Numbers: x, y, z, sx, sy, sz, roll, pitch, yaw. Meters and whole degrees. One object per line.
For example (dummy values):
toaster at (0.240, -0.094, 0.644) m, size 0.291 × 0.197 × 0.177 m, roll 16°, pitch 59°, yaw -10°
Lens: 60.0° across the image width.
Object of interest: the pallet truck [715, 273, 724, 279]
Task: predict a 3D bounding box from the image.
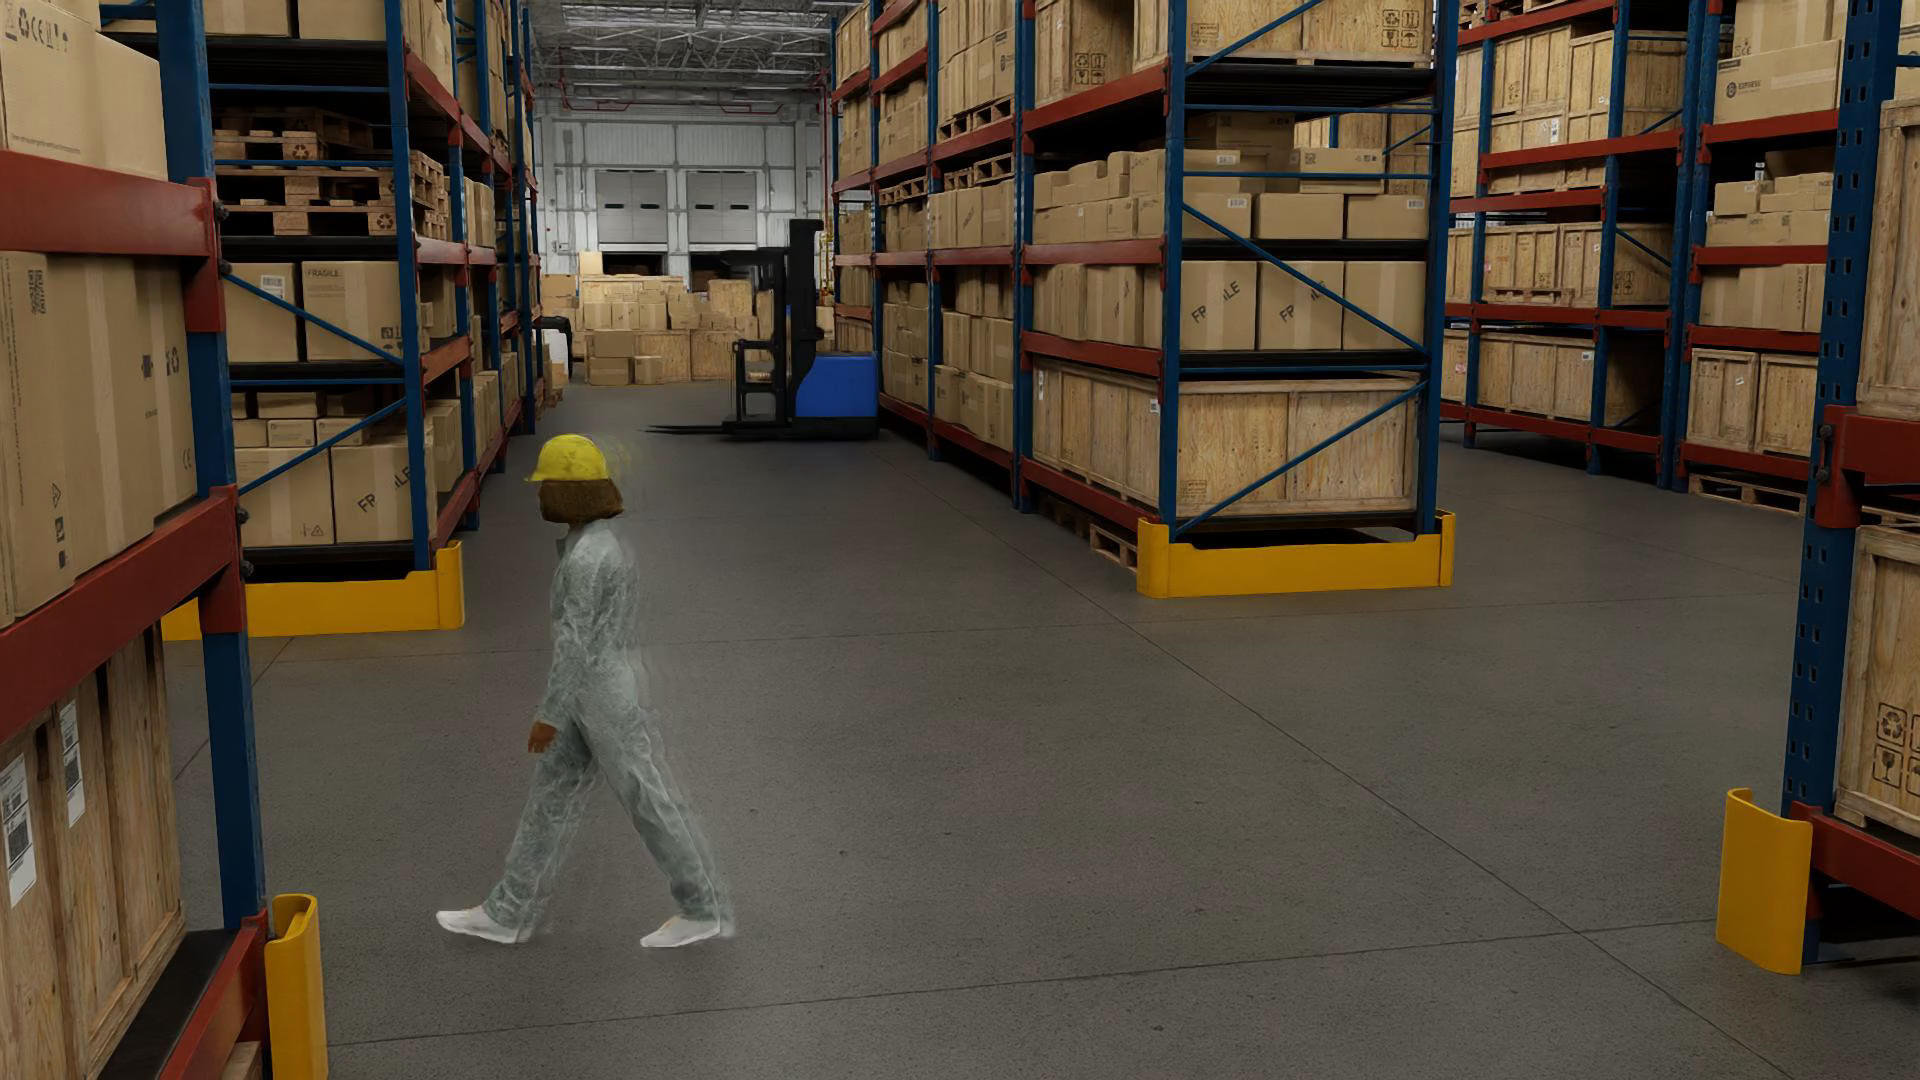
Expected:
pallet truck at (-8.580, -8.986, 62.280) m, size 1.885 × 1.965 × 0.823 m, roll 1°, pitch 9°, yaw 5°

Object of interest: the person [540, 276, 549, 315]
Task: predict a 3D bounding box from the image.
person at (-14.201, -7.983, 56.411) m, size 0.442 × 1.915 × 0.633 m, roll 4°, pitch 10°, yaw 23°

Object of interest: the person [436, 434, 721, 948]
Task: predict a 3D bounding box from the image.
person at (-1.214, 0.508, 5.337) m, size 0.915 × 1.693 × 0.495 m, roll -3°, pitch 10°, yaw -16°

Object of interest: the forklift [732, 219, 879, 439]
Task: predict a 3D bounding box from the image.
forklift at (-2.004, -2.741, 21.532) m, size 1.873 × 2.768 × 1.129 m, roll -1°, pitch 9°, yaw -4°

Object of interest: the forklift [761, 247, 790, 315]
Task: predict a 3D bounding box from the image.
forklift at (-5.458, -7.384, 49.829) m, size 1.129 × 2.768 × 1.873 m, roll -2°, pitch 10°, yaw -12°

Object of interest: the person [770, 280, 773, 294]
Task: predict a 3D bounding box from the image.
person at (-4.606, -5.657, 42.245) m, size 0.819 × 1.908 × 0.648 m, roll 1°, pitch 9°, yaw 7°
